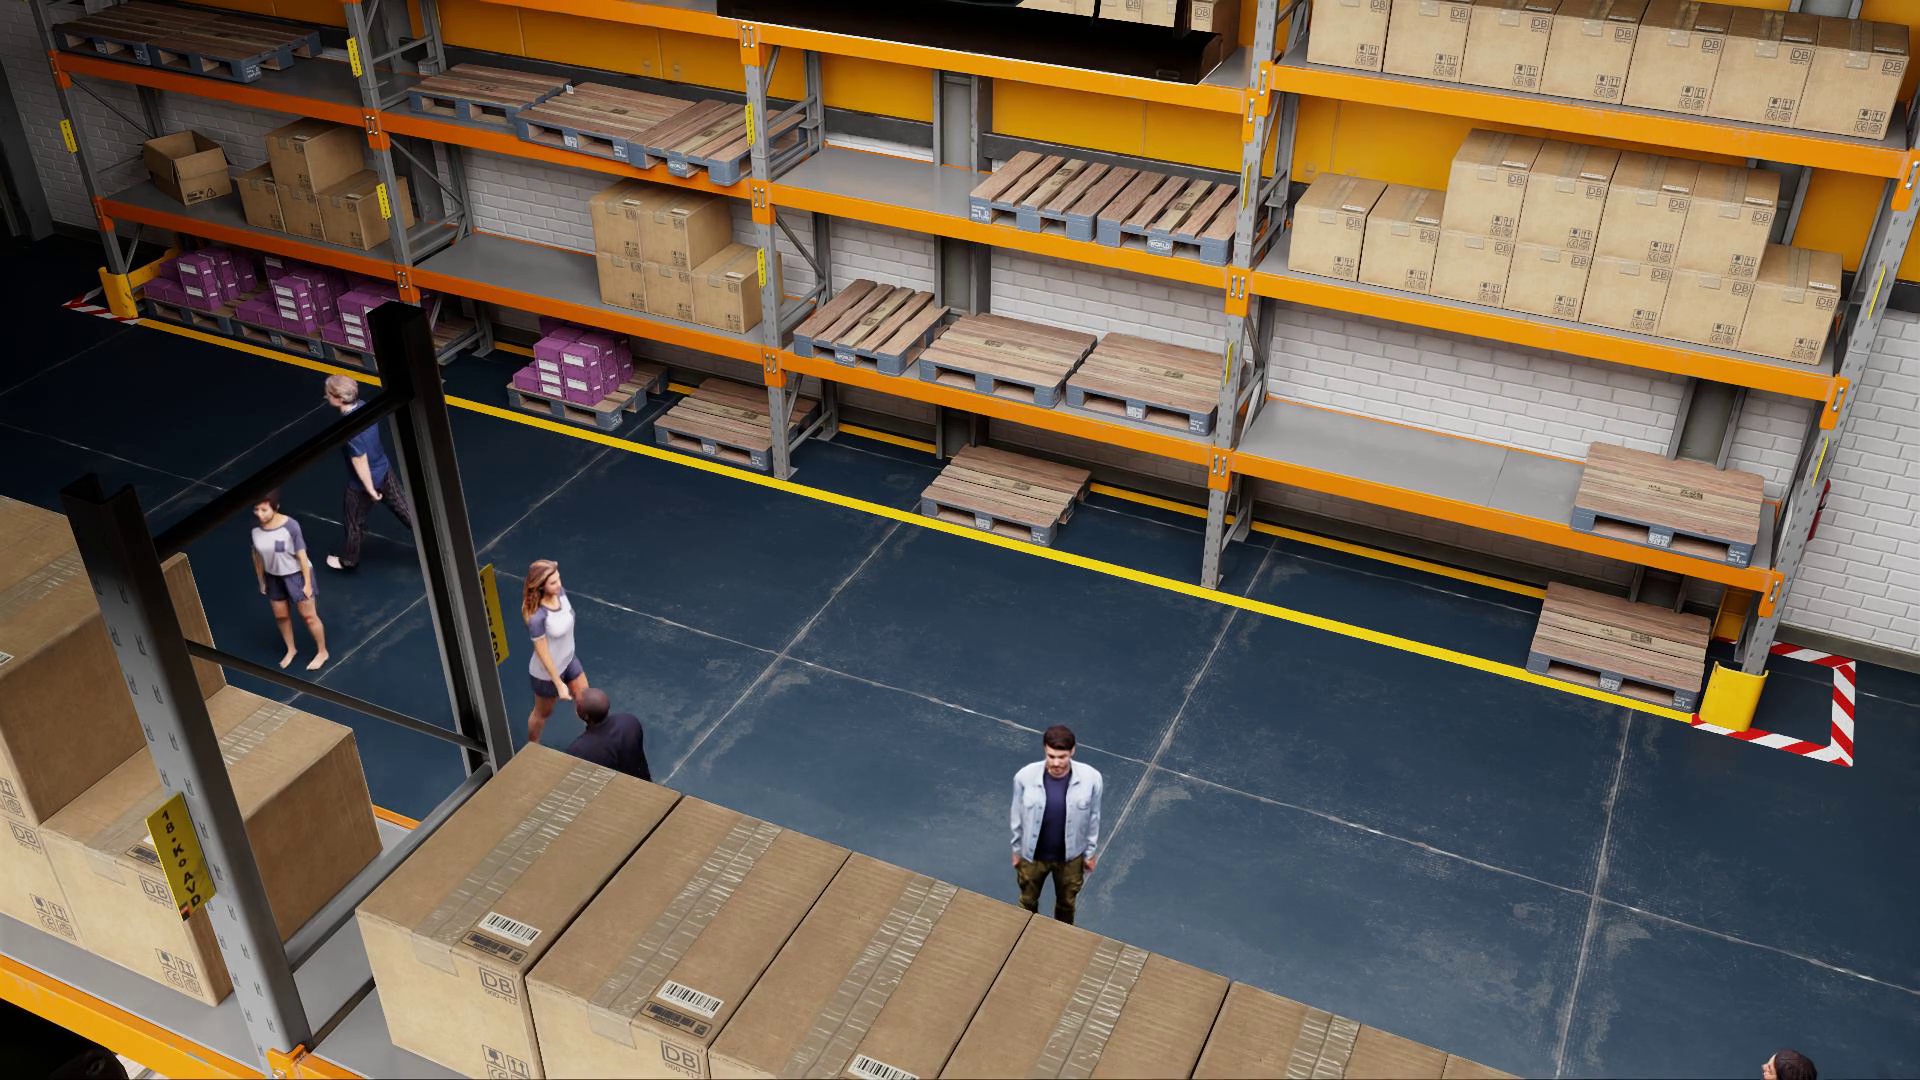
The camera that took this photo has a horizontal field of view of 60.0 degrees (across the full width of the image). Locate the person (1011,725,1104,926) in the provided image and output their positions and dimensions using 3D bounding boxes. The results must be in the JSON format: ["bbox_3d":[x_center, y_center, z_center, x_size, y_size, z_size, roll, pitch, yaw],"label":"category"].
[{"bbox_3d":[0.540,1.805,9.731,0.645,1.811,0.808,2,34,3],"label":"person"}]

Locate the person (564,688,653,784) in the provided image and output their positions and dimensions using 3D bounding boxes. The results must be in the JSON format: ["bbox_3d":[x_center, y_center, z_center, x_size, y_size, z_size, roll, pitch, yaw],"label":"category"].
[{"bbox_3d":[-2.015,1.668,9.959,1.204,1.788,0.878,22,39,29],"label":"person"}]

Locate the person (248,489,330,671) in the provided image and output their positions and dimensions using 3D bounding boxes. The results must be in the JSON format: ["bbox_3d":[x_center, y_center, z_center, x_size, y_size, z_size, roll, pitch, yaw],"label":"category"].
[{"bbox_3d":[-4.956,0.245,12.306,0.589,1.559,0.708,6,34,9],"label":"person"}]

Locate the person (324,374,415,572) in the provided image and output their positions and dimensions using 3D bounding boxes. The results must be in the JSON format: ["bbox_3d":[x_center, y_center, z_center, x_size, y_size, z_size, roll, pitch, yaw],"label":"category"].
[{"bbox_3d":[-4.559,-0.468,13.151,1.326,1.811,0.918,5,34,8],"label":"person"}]
